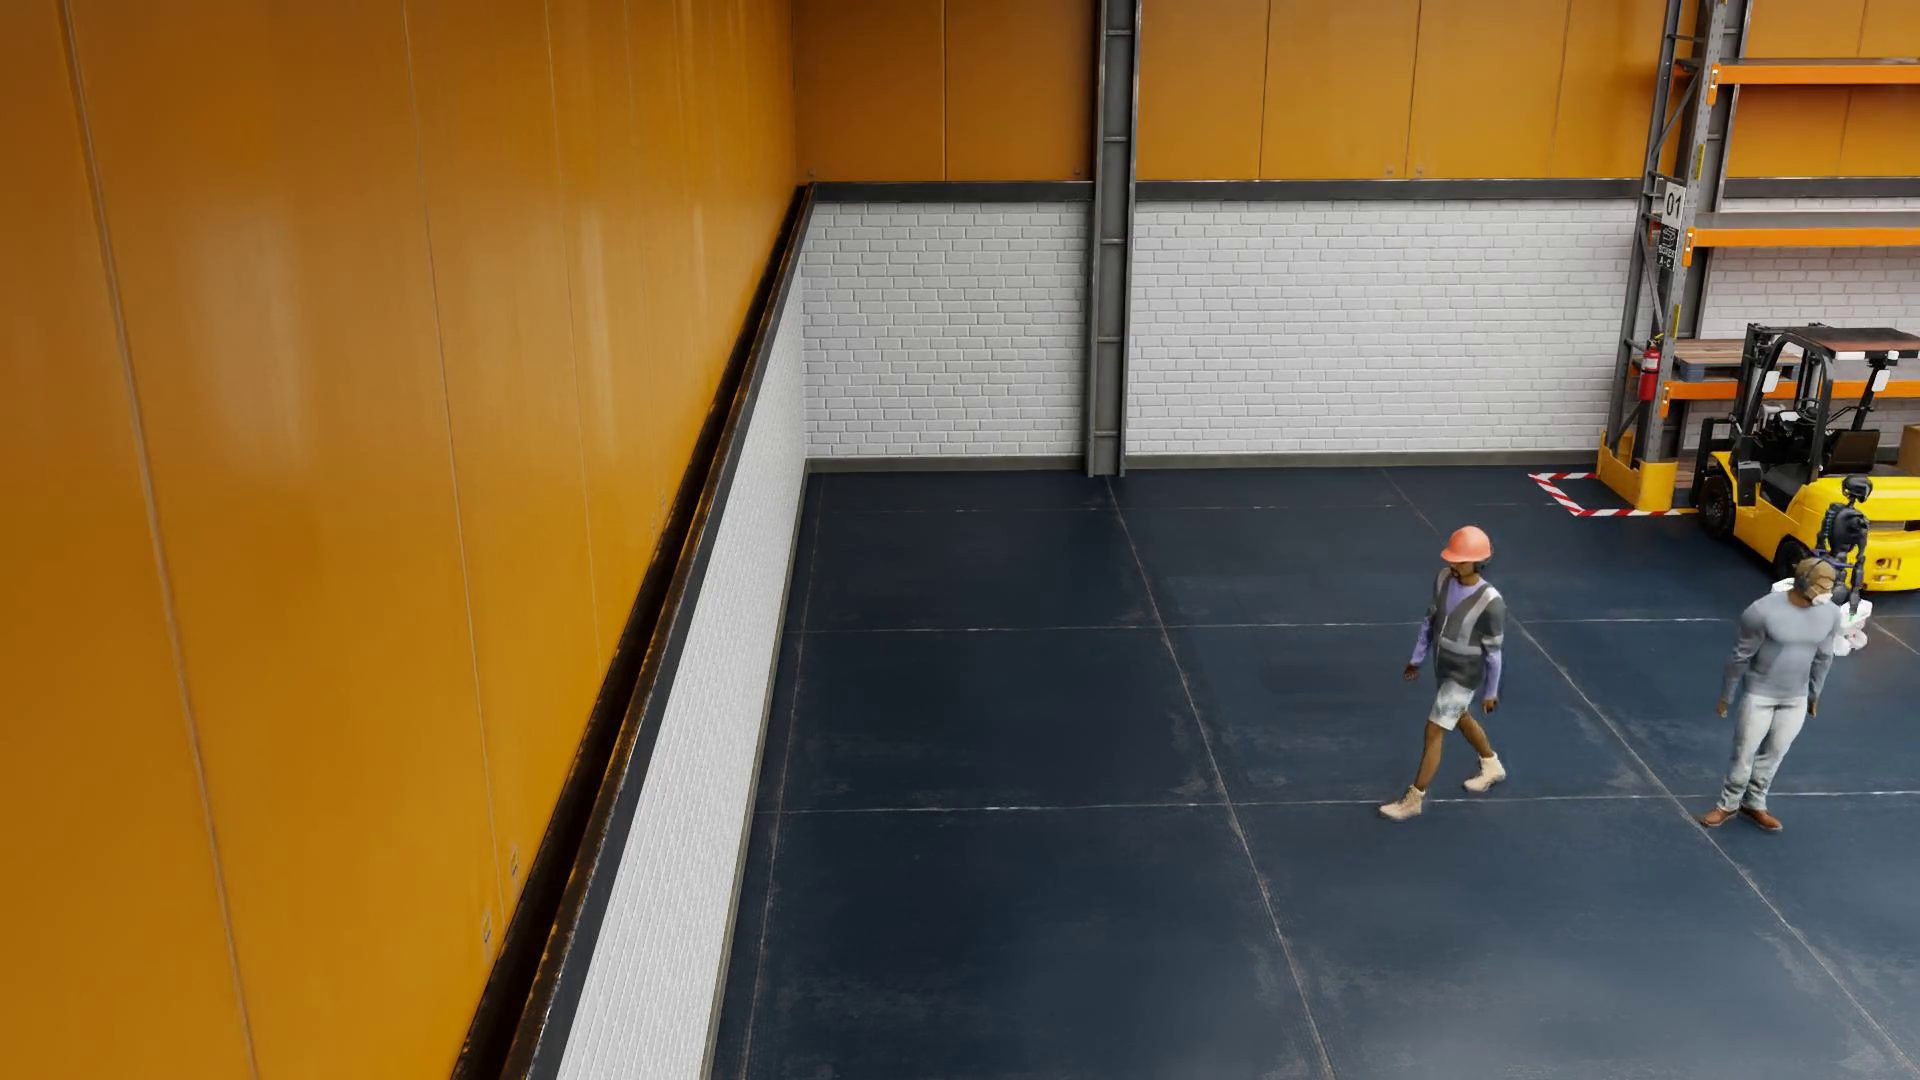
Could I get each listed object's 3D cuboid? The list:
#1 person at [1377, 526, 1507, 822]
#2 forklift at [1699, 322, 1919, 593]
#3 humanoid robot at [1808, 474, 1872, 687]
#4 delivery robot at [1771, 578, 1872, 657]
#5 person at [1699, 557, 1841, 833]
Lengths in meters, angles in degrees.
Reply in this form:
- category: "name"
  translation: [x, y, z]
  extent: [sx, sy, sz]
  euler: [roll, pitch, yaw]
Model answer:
- category: "person"
  translation: [3.260, 0.831, 10.816]
  extent: [1.048, 1.994, 0.610]
  euler: [-6, 21, -16]
- category: "forklift"
  translation: [7.809, -0.792, 14.926]
  extent: [1.214, 2.155, 2.313]
  euler: [-1, 20, -2]
- category: "humanoid robot"
  translation: [6.673, 0.279, 12.767]
  extent: [0.470, 1.641, 0.602]
  euler: [-1, 20, -4]
- category: "delivery robot"
  translation: [7.000, 0.568, 13.557]
  extent: [0.499, 0.566, 0.739]
  euler: [-14, 24, -33]
- category: "person"
  translation: [5.138, 0.984, 10.504]
  extent: [0.686, 1.917, 0.401]
  euler: [-2, 20, -6]
